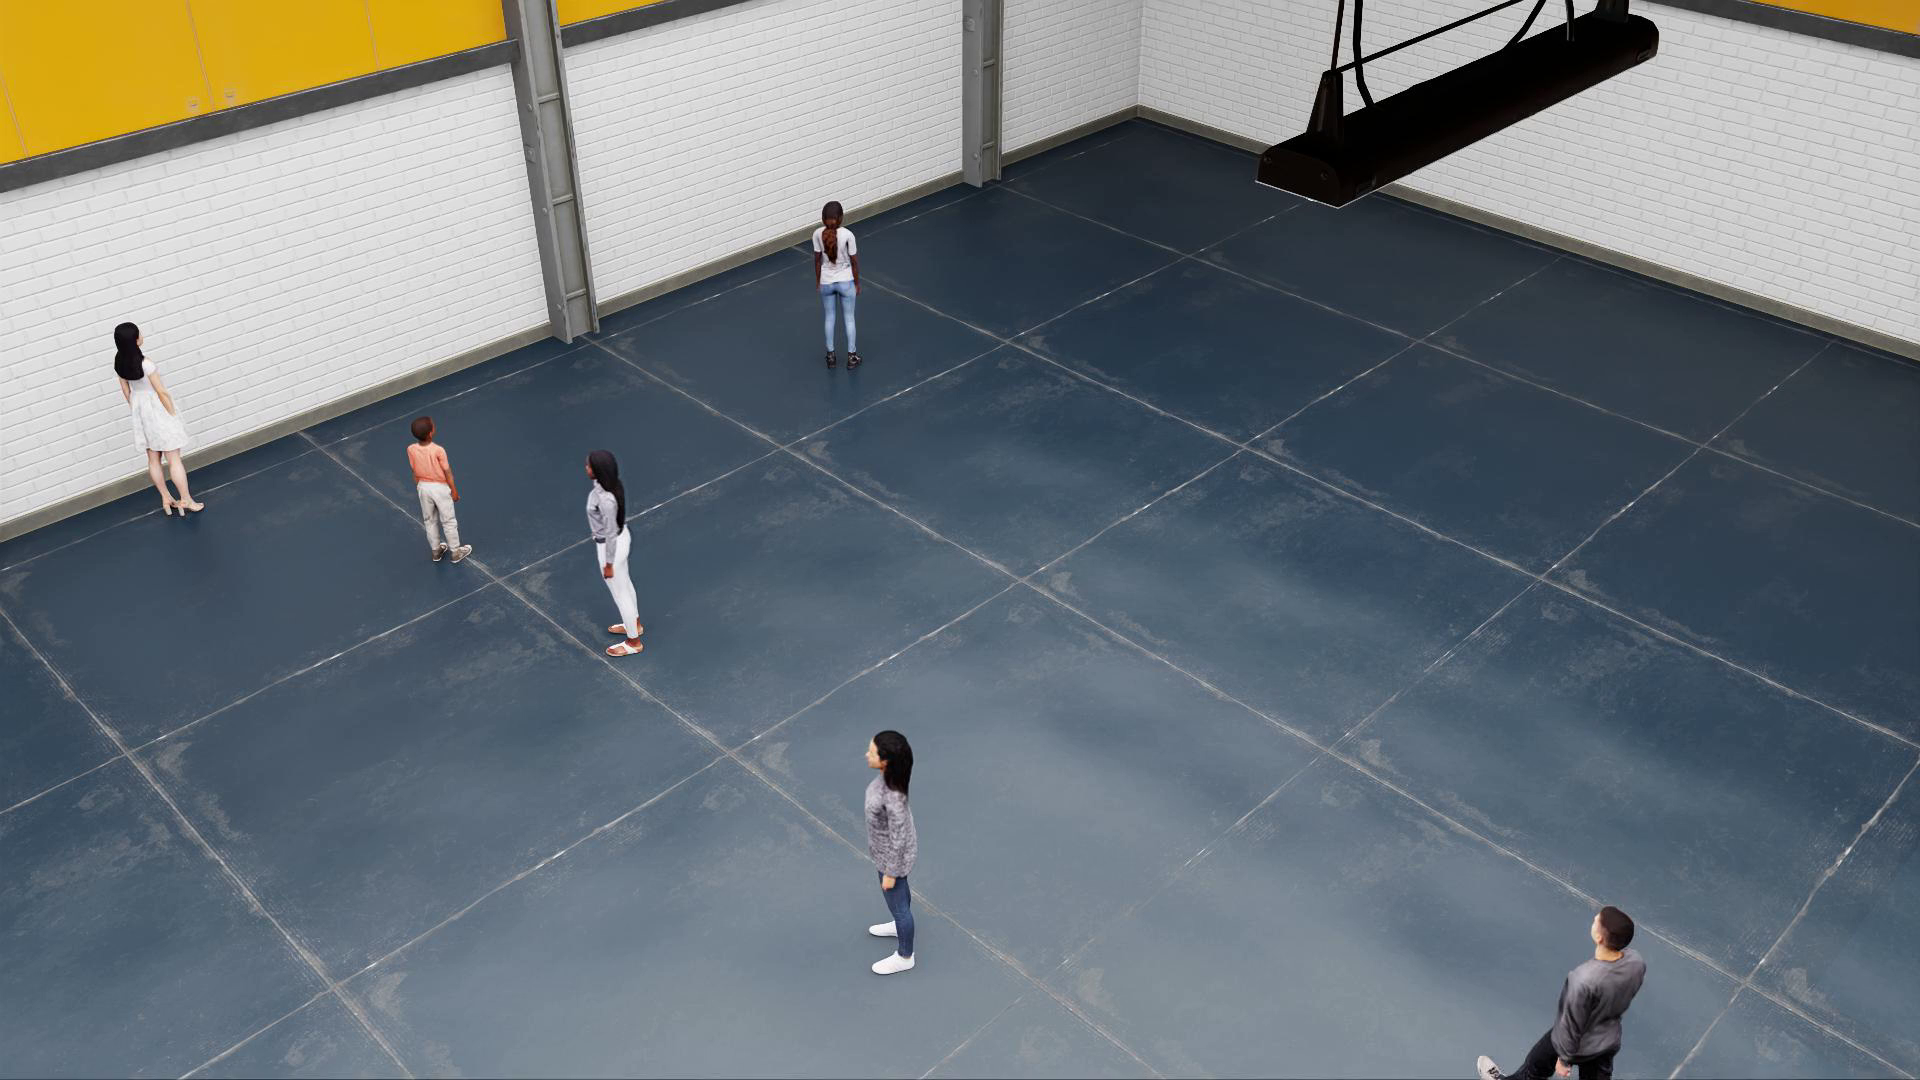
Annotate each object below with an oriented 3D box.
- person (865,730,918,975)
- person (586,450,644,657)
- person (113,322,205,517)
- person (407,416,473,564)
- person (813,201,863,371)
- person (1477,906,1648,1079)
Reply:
[{"bbox_3d":[-0.386,1.795,9.698,0.725,1.733,0.684,-3,34,-4],"label":"person"},{"bbox_3d":[-2.563,0.076,12.293,0.701,1.724,0.666,-3,34,-5],"label":"person"},{"bbox_3d":[-6.717,-1.004,13.871,0.760,1.774,0.787,10,35,15],"label":"person"},{"bbox_3d":[-4.235,-0.411,13.398,0.565,1.310,0.601,6,34,9],"label":"person"},{"bbox_3d":[-1.189,-2.477,16.137,0.670,1.719,0.700,5,34,8],"label":"person"},{"bbox_3d":[3.243,2.614,8.484,1.125,1.713,0.995,-12,36,-18],"label":"person"}]
